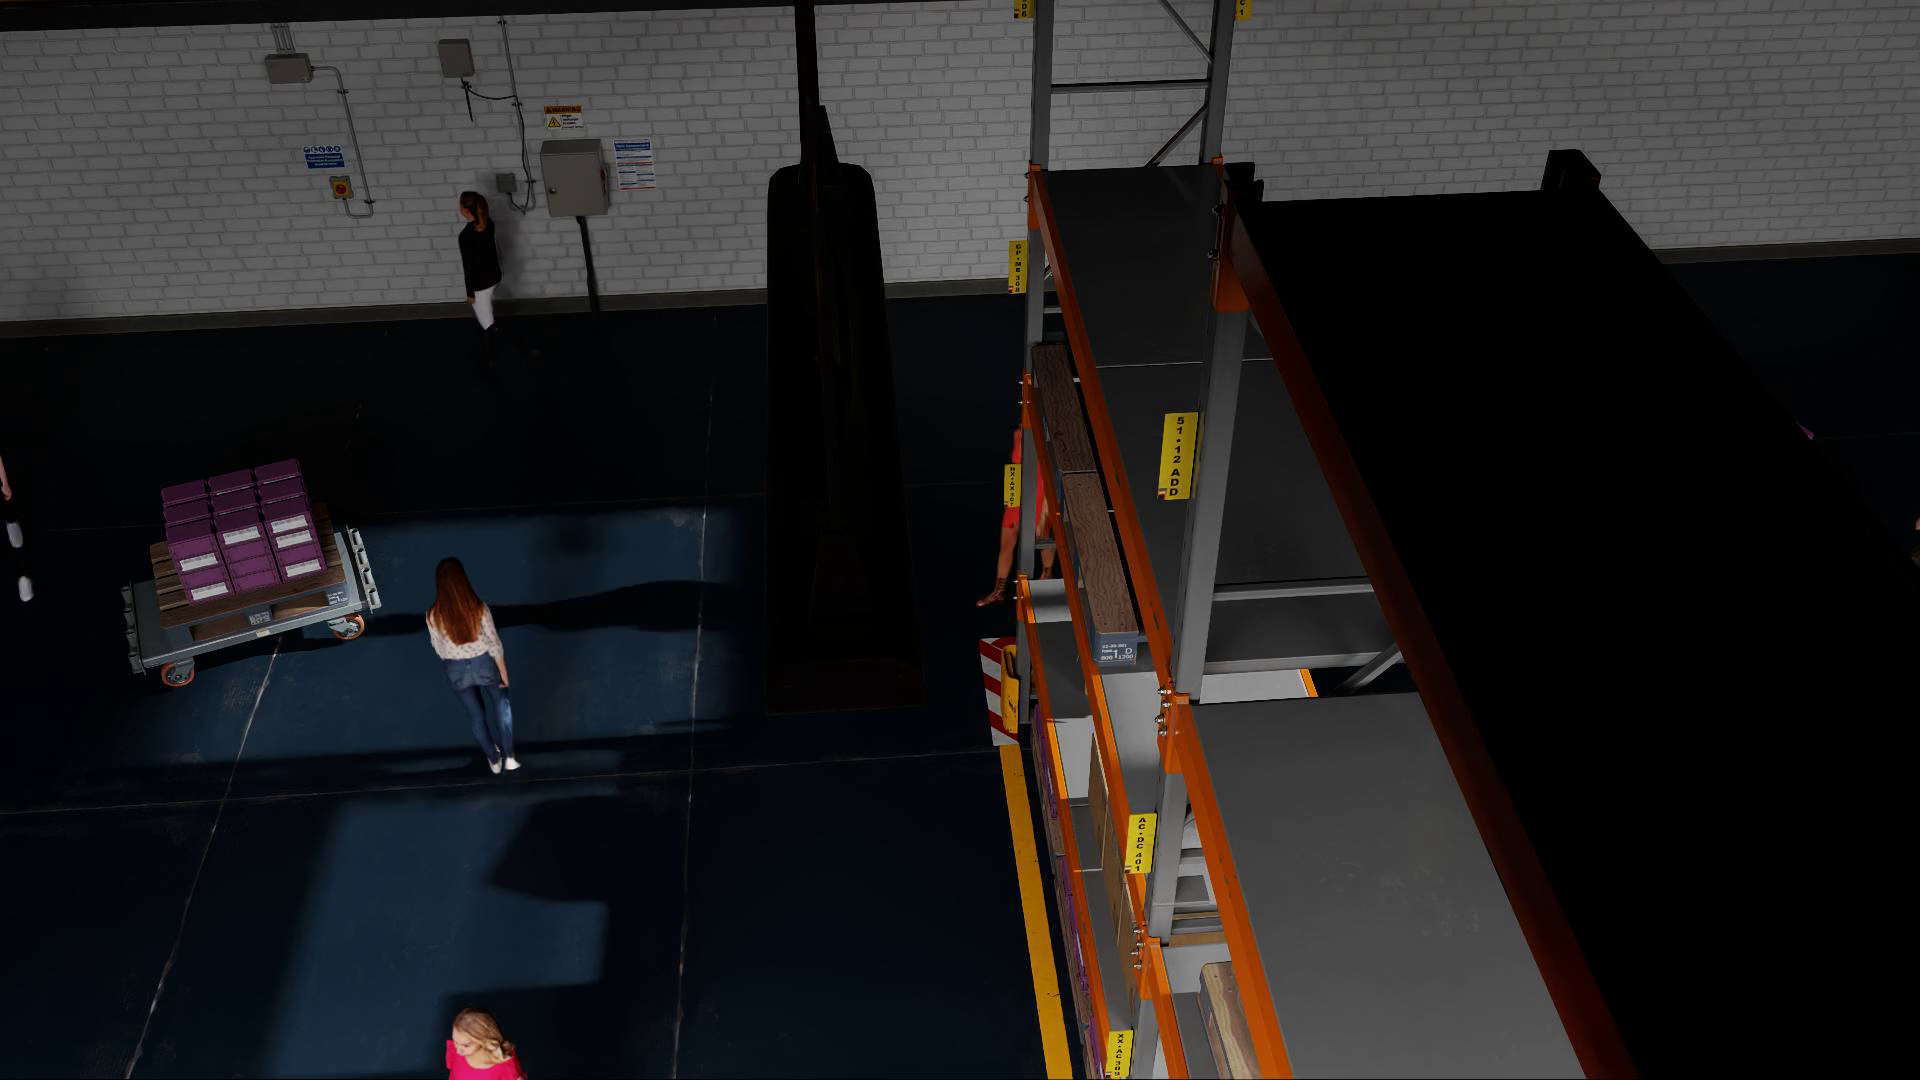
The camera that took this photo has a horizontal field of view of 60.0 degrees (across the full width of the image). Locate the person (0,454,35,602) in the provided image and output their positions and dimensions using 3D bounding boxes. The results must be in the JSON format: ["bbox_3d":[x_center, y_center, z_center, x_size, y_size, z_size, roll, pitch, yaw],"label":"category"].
[{"bbox_3d":[-7.088,-0.474,12.082,0.916,1.700,1.272,-19,42,-22],"label":"person"}]

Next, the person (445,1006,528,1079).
[{"bbox_3d":[-2.162,2.746,8.064,0.966,1.682,1.123,19,43,23],"label":"person"}]

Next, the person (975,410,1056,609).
[{"bbox_3d":[0.574,-0.296,11.863,0.969,1.695,1.003,32,48,33],"label":"person"}]

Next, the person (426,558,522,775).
[{"bbox_3d":[-3.040,0.871,10.384,0.633,1.716,0.722,-7,39,-9],"label":"person"}]

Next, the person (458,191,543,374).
[{"bbox_3d":[-3.985,-2.140,14.162,0.888,1.708,1.032,12,40,15],"label":"person"}]
